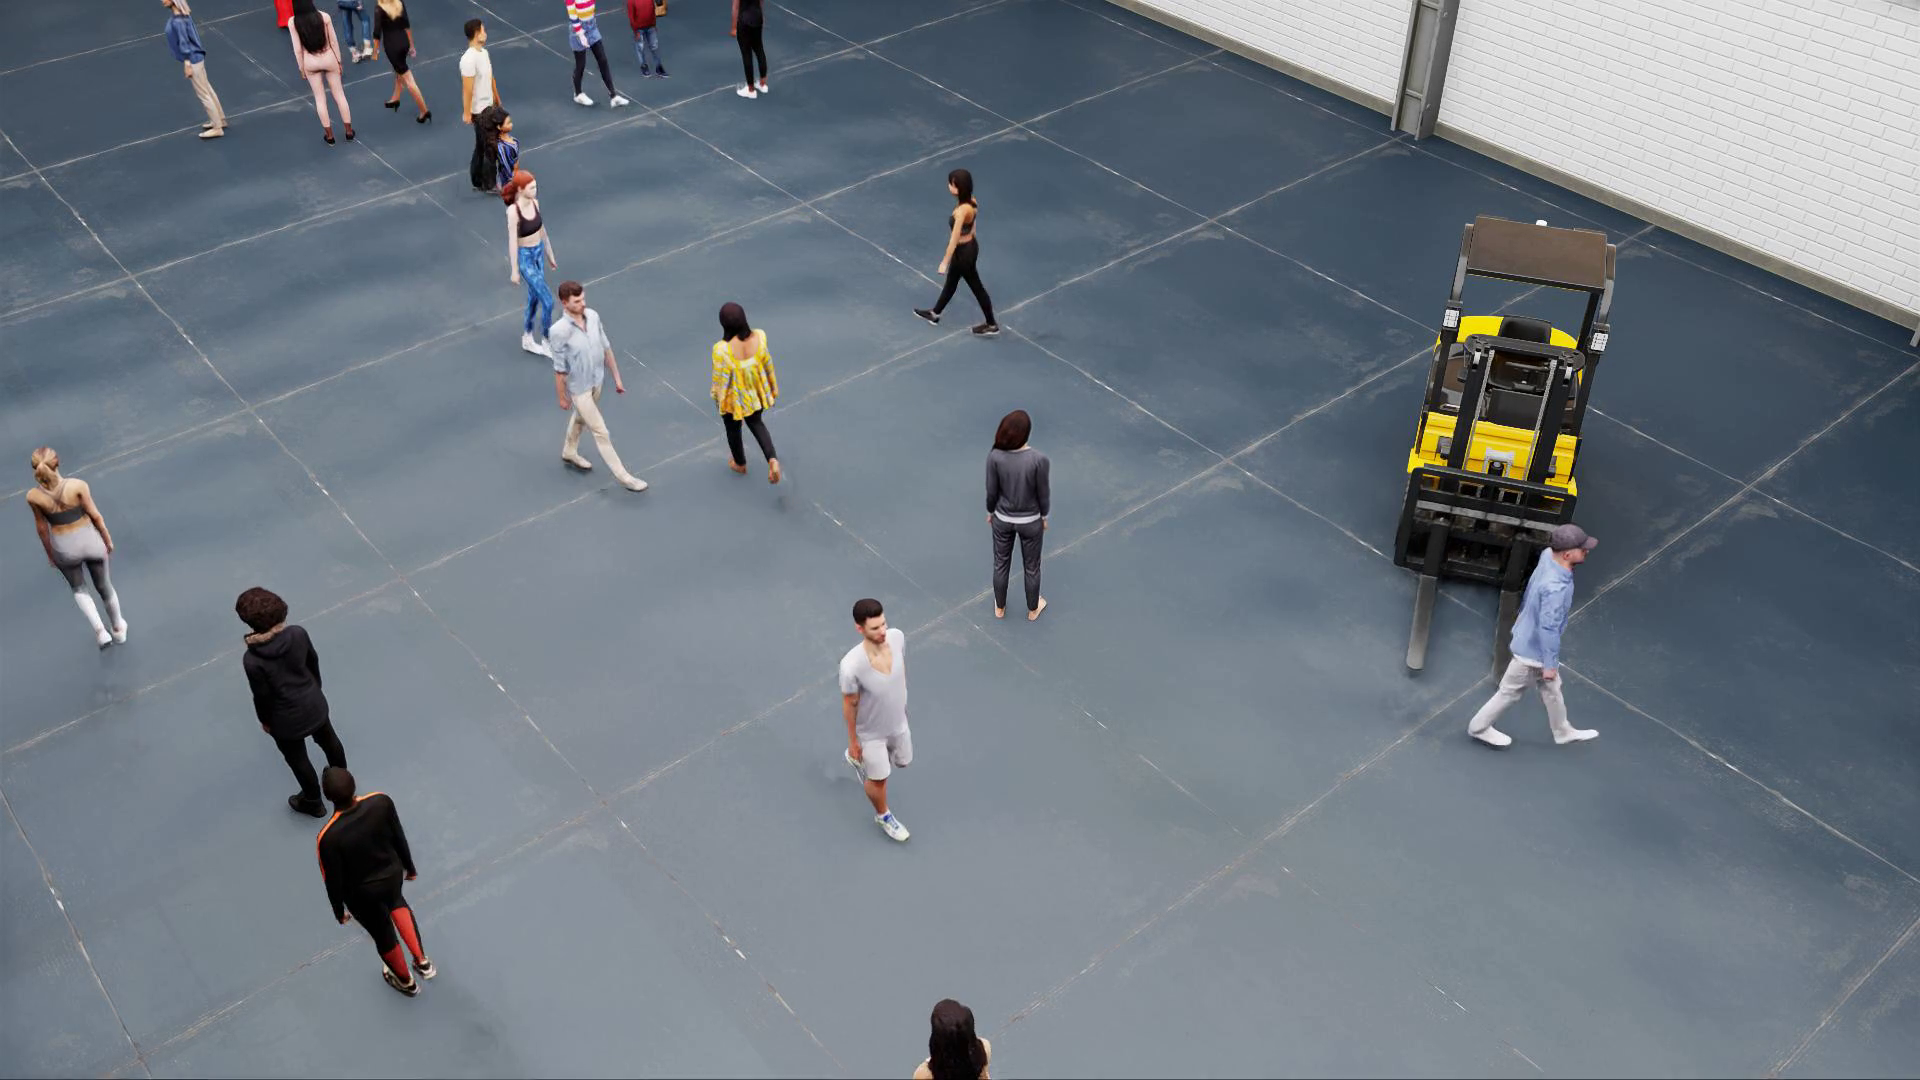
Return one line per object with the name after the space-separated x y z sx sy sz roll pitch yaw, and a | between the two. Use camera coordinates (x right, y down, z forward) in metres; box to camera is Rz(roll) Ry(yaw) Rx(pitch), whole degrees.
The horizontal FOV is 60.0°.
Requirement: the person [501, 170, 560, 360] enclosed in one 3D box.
-3.861 -2.440 14.698 0.877 1.763 0.779 16 41 19 | person

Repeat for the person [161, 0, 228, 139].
-8.431 -5.278 18.305 0.748 1.697 0.626 -12 40 -14 | person

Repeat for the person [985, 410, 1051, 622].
0.410 -0.162 11.834 0.661 1.767 0.745 7 39 9 | person

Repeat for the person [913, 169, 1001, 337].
0.132 -2.533 14.932 1.088 1.606 0.993 5 39 6 | person

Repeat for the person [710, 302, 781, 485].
-1.683 -1.108 13.126 0.720 1.634 0.901 -25 45 -28 | person

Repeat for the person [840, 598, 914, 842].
-0.565 1.061 10.243 0.707 1.842 0.902 -31 48 -33 | person

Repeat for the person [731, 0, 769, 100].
-2.421 -5.947 19.108 0.654 1.729 0.659 27 46 29 | person

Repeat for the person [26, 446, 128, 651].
-6.113 0.113 11.548 0.663 1.694 0.801 -18 42 -21 | person

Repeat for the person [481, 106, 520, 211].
-4.331 -3.410 16.021 0.753 1.617 0.641 -7 39 -9 | person

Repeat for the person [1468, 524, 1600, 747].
3.642 0.643 10.754 1.175 1.857 1.007 12 40 15 | person

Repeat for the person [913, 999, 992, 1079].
-0.016 2.909 8.052 0.661 1.688 1.060 -22 44 -25 | person

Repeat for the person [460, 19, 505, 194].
-5.021 -4.443 17.212 0.931 1.756 0.858 8 39 10 | person

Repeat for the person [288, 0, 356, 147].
-6.972 -5.168 18.139 0.670 1.721 0.626 -15 41 -18 | person

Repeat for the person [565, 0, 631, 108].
-4.327 -5.764 18.843 1.073 1.775 0.835 24 45 27 | person

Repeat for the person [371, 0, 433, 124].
-6.185 -5.416 18.514 1.047 1.640 0.842 15 41 18 | person

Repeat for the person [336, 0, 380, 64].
-7.374 -6.449 19.947 0.690 1.466 0.756 8 39 10 | person

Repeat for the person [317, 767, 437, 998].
-3.178 1.934 9.180 0.707 1.804 0.711 27 46 29 | person

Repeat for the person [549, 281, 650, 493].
-3.032 -1.247 13.163 1.281 1.804 0.921 21 43 24 | person

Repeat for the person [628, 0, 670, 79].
-3.786 -6.109 19.700 0.556 1.243 0.666 -21 43 -24 | person

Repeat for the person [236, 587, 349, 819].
-4.146 1.014 10.352 0.681 1.779 0.692 23 44 26 | person
